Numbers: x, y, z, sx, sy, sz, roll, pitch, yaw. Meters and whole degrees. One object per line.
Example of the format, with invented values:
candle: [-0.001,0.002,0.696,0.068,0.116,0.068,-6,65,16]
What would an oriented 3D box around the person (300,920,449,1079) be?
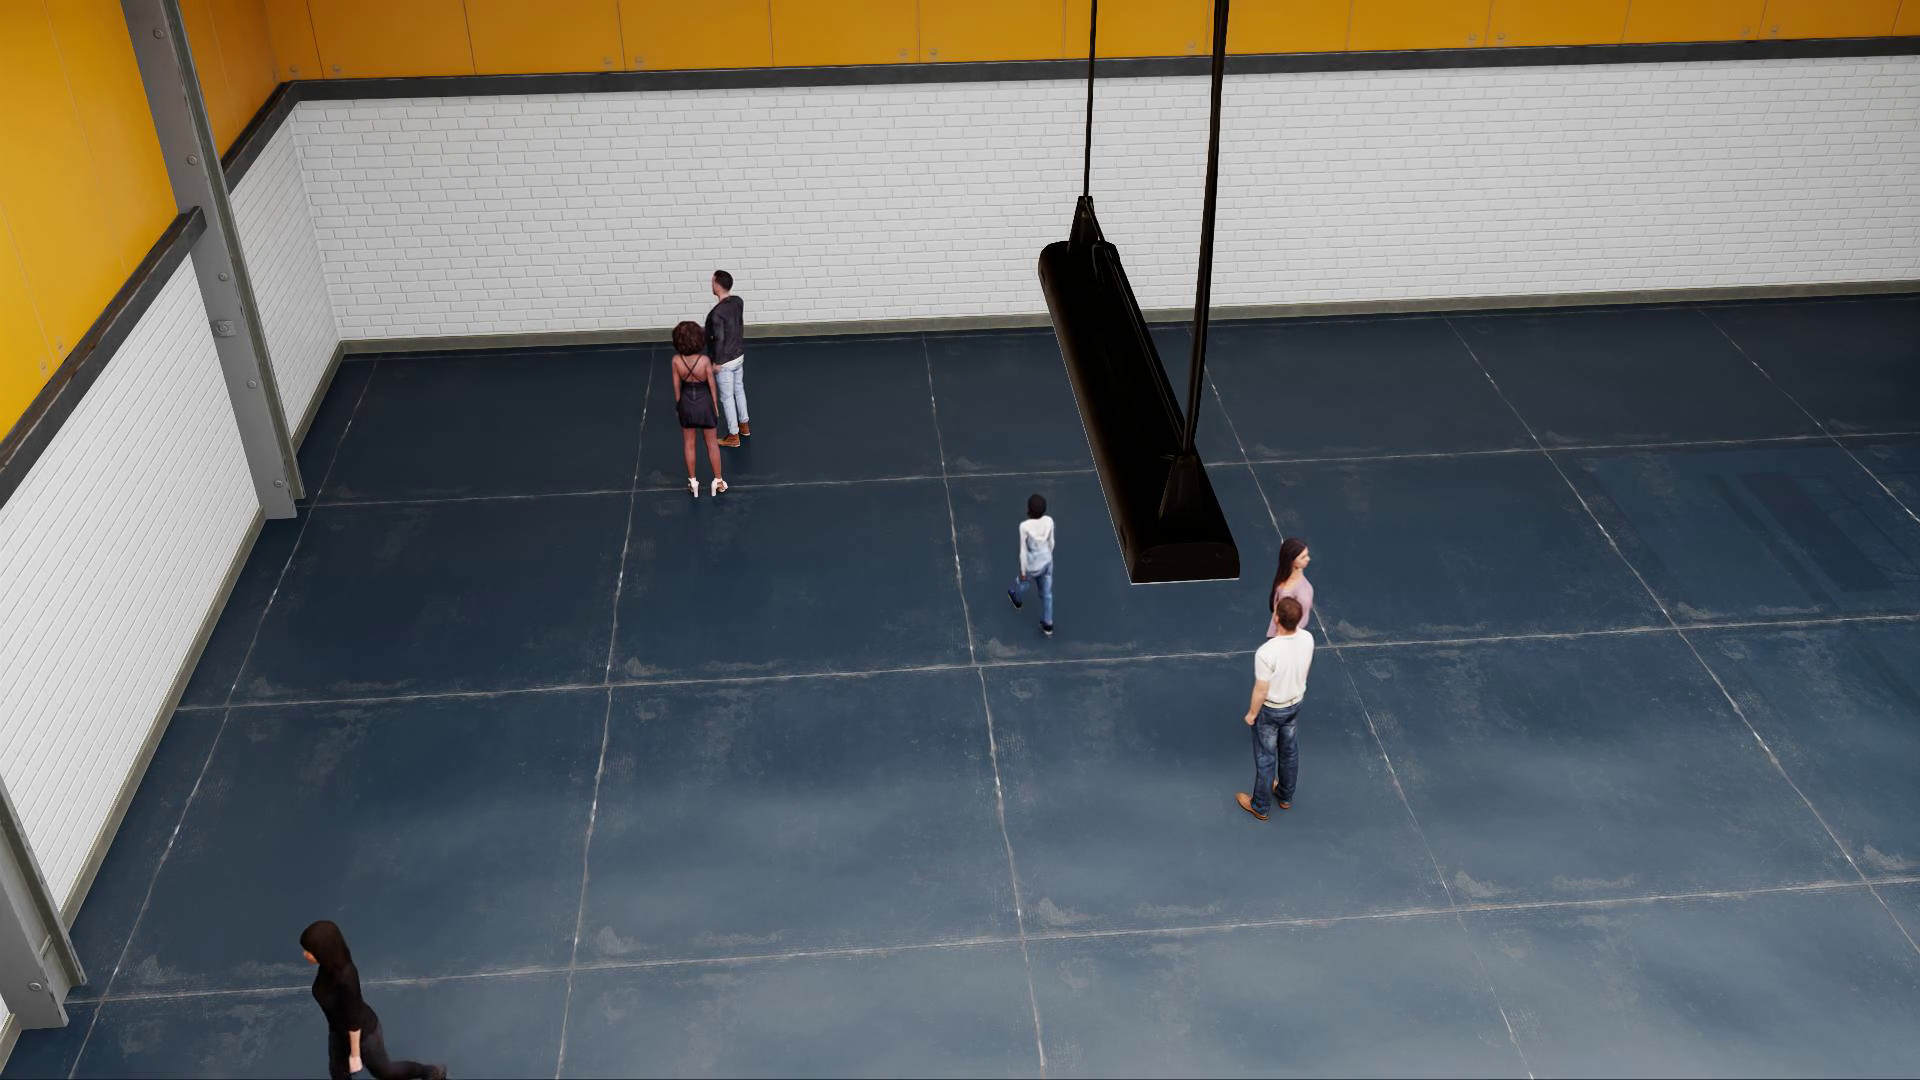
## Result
person: [-3.420,2.796,9.582,1.010,1.616,1.055,27,42,34]

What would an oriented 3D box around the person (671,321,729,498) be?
person: [-2.443,-1.206,15.448,0.595,1.788,0.577,2,34,3]

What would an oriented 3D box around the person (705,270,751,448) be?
person: [-2.264,-1.783,16.273,0.794,1.837,0.652,13,36,18]

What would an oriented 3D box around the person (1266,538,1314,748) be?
person: [2.418,0.757,12.474,0.752,1.811,0.611,11,35,16]

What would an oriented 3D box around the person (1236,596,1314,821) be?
person: [2.258,1.188,11.787,0.750,1.854,0.728,-19,38,-26]

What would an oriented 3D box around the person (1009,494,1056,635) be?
person: [0.657,0.220,13.811,0.647,1.225,0.924,-12,35,-17]
